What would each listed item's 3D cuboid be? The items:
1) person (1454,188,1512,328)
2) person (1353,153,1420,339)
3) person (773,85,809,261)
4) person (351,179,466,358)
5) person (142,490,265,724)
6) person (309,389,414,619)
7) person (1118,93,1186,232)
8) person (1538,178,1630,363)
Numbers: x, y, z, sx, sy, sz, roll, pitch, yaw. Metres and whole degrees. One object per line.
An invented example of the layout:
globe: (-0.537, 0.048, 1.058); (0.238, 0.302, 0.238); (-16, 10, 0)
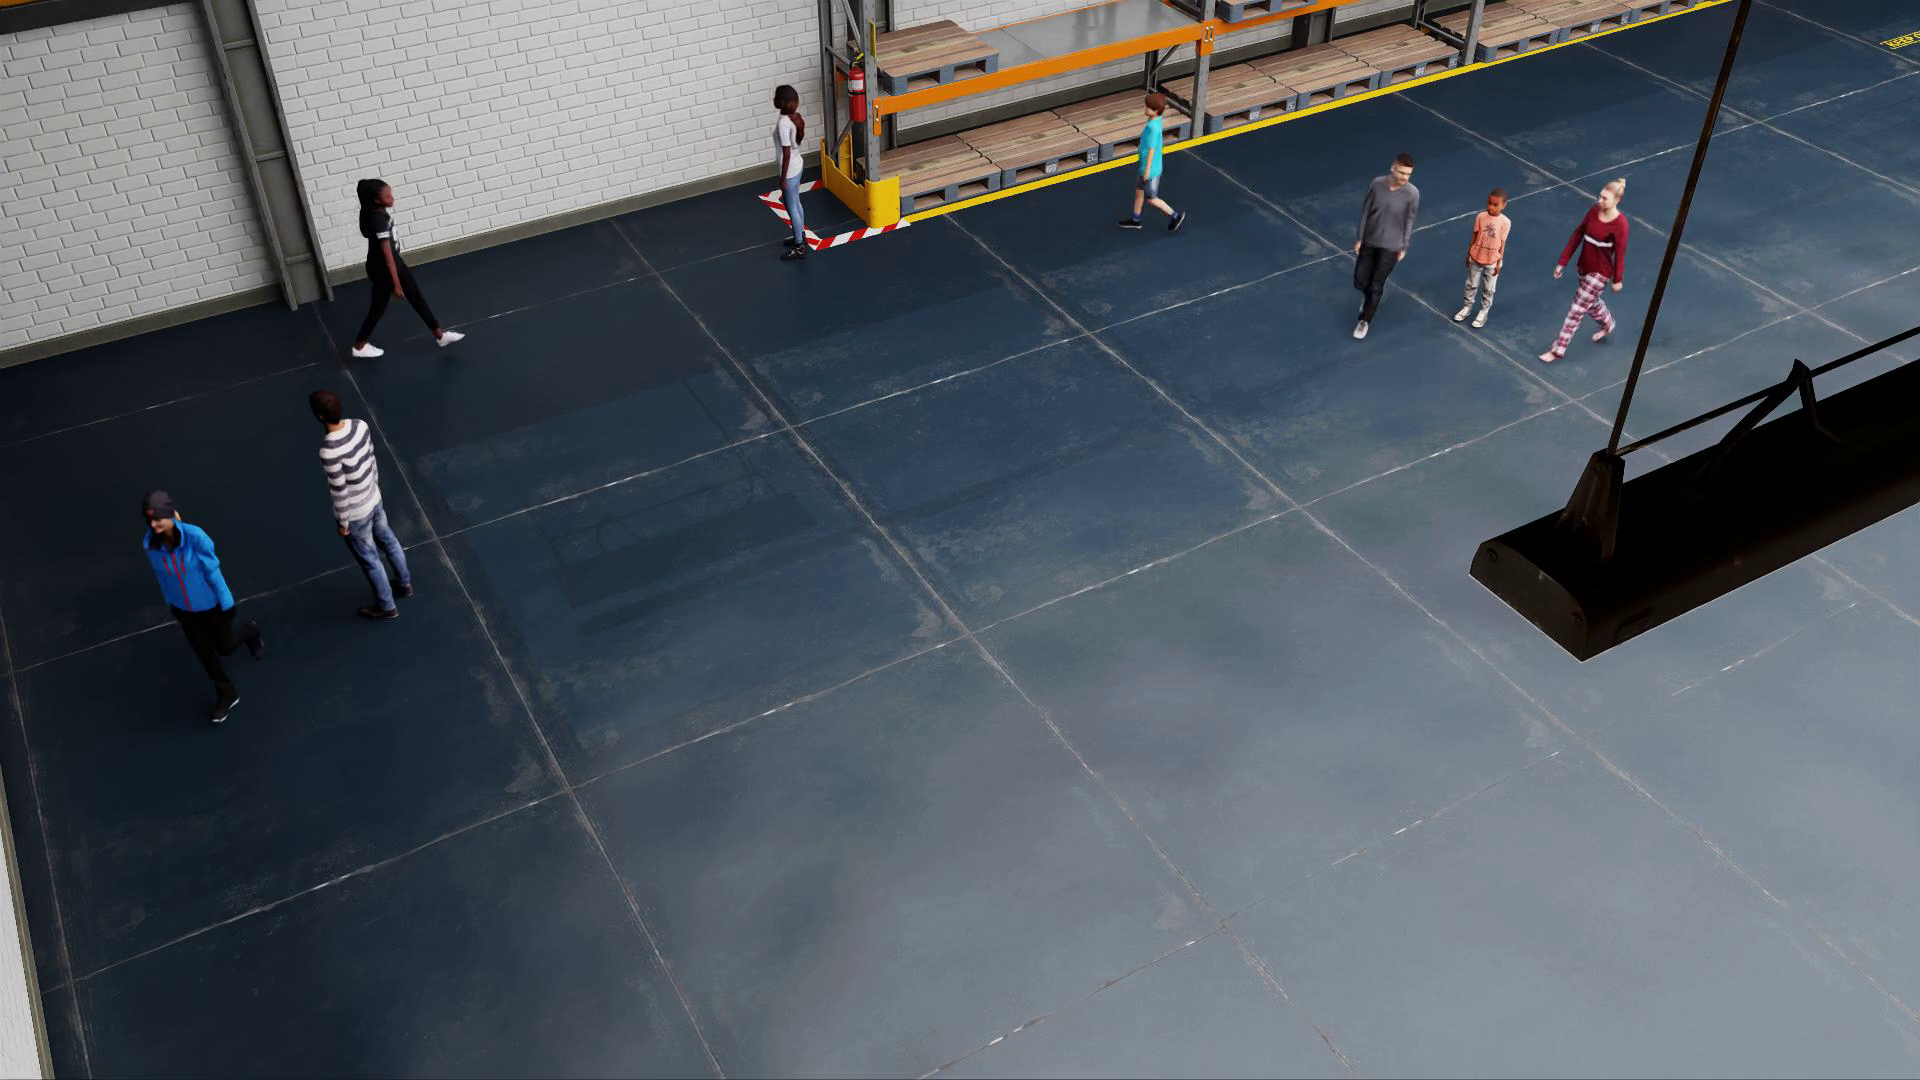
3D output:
person: (4.722, -2.545, 14.904); (0.543, 1.310, 0.573); (24, 44, 27)
person: (3.748, -2.636, 14.671); (0.845, 1.743, 0.932); (20, 43, 23)
person: (-1.609, -3.491, 15.760); (0.693, 1.720, 0.669); (2, 39, 3)
person: (-5.006, -2.280, 14.279); (1.294, 1.675, 0.910); (-11, 40, -13)
person: (-4.928, 0.364, 10.886); (0.982, 1.778, 0.995); (5, 39, 6)
person: (-4.189, -0.255, 11.605); (0.767, 1.849, 0.707); (10, 40, 12)
person: (1.922, -3.649, 16.189); (0.955, 1.431, 0.821); (3, 39, 3)
person: (5.541, -2.339, 14.365); (1.103, 1.661, 0.712); (-15, 41, -18)
